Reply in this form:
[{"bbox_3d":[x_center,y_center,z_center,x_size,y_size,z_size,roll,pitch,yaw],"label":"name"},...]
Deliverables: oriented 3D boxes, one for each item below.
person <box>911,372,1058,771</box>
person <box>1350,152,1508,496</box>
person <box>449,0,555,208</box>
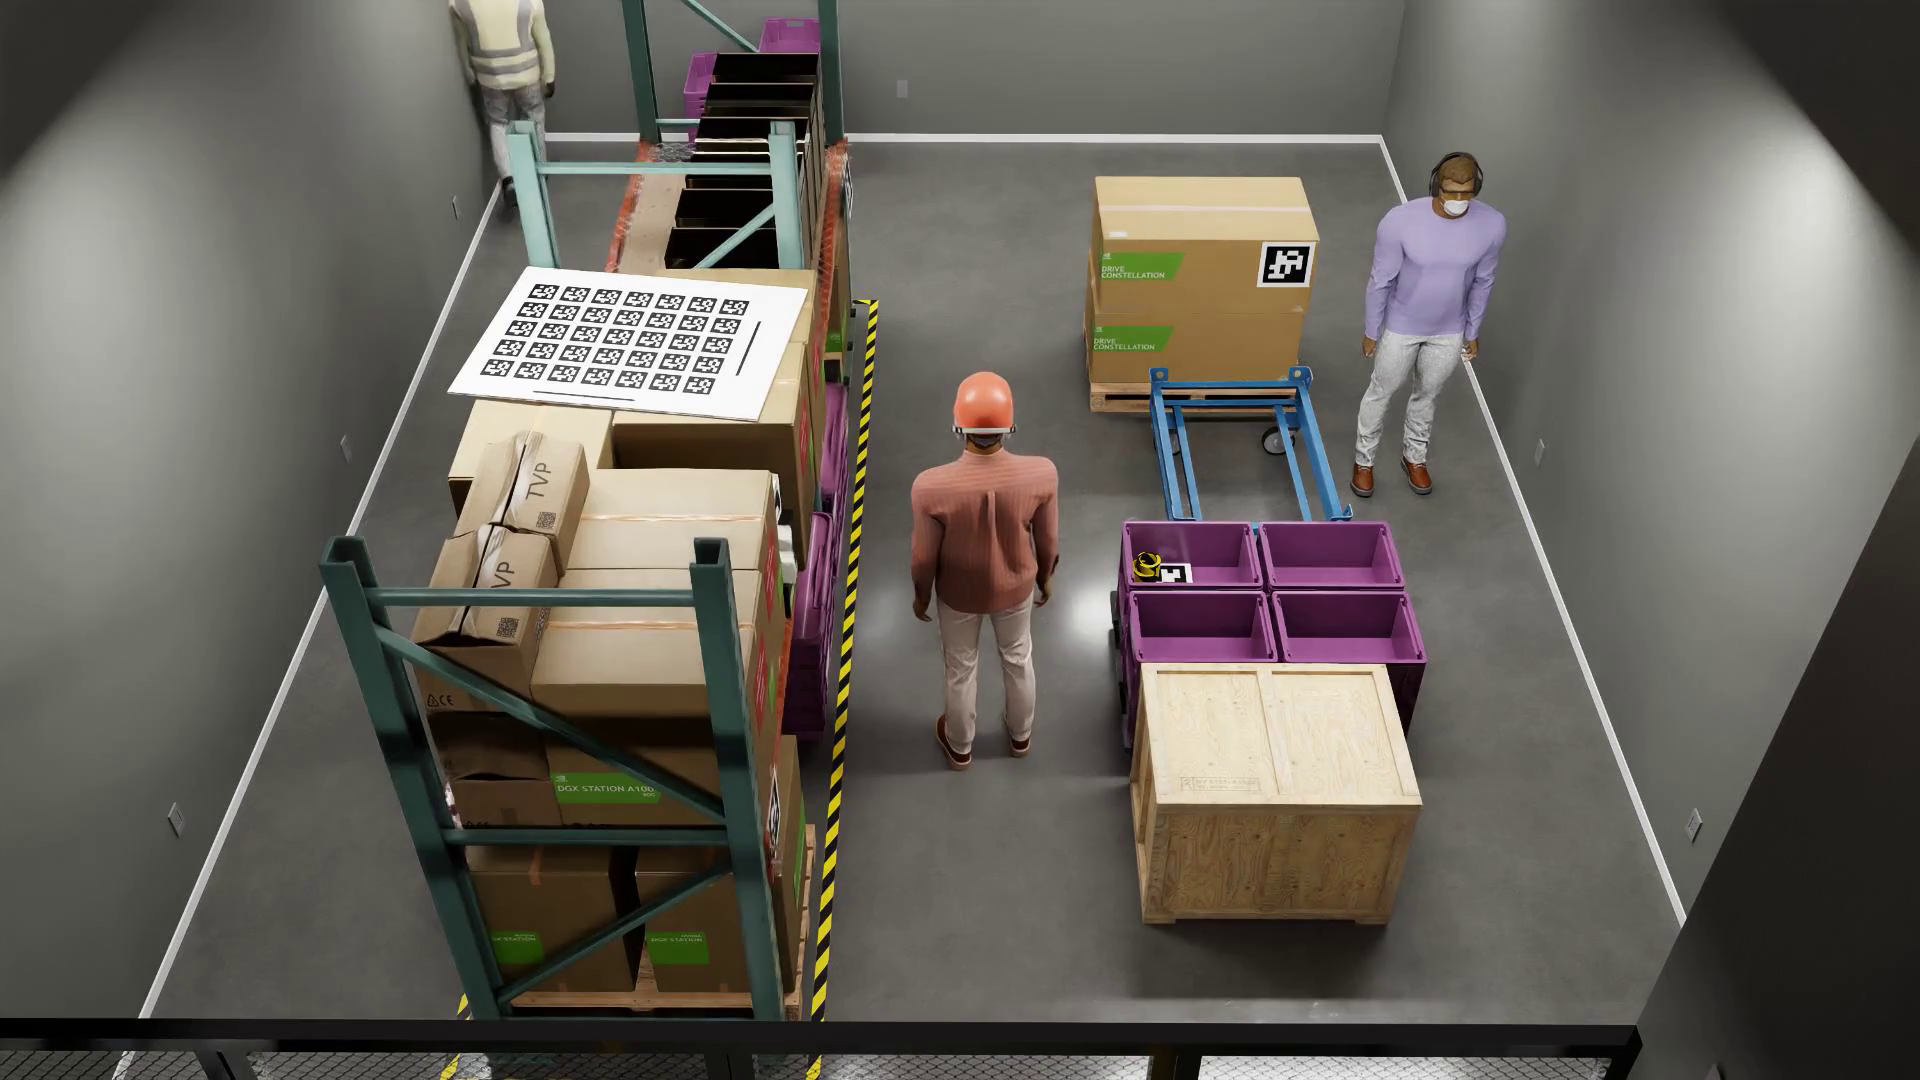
[{"bbox_3d":[0.095,0.157,6.892,0.616,1.993,0.395,-8,42,-9],"label":"person"},{"bbox_3d":[2.320,-1.063,8.326,0.630,1.940,0.372,-2,41,-2],"label":"person"},{"bbox_3d":[-2.872,-2.976,10.595,0.607,1.818,0.611,-7,42,-7],"label":"person"}]
